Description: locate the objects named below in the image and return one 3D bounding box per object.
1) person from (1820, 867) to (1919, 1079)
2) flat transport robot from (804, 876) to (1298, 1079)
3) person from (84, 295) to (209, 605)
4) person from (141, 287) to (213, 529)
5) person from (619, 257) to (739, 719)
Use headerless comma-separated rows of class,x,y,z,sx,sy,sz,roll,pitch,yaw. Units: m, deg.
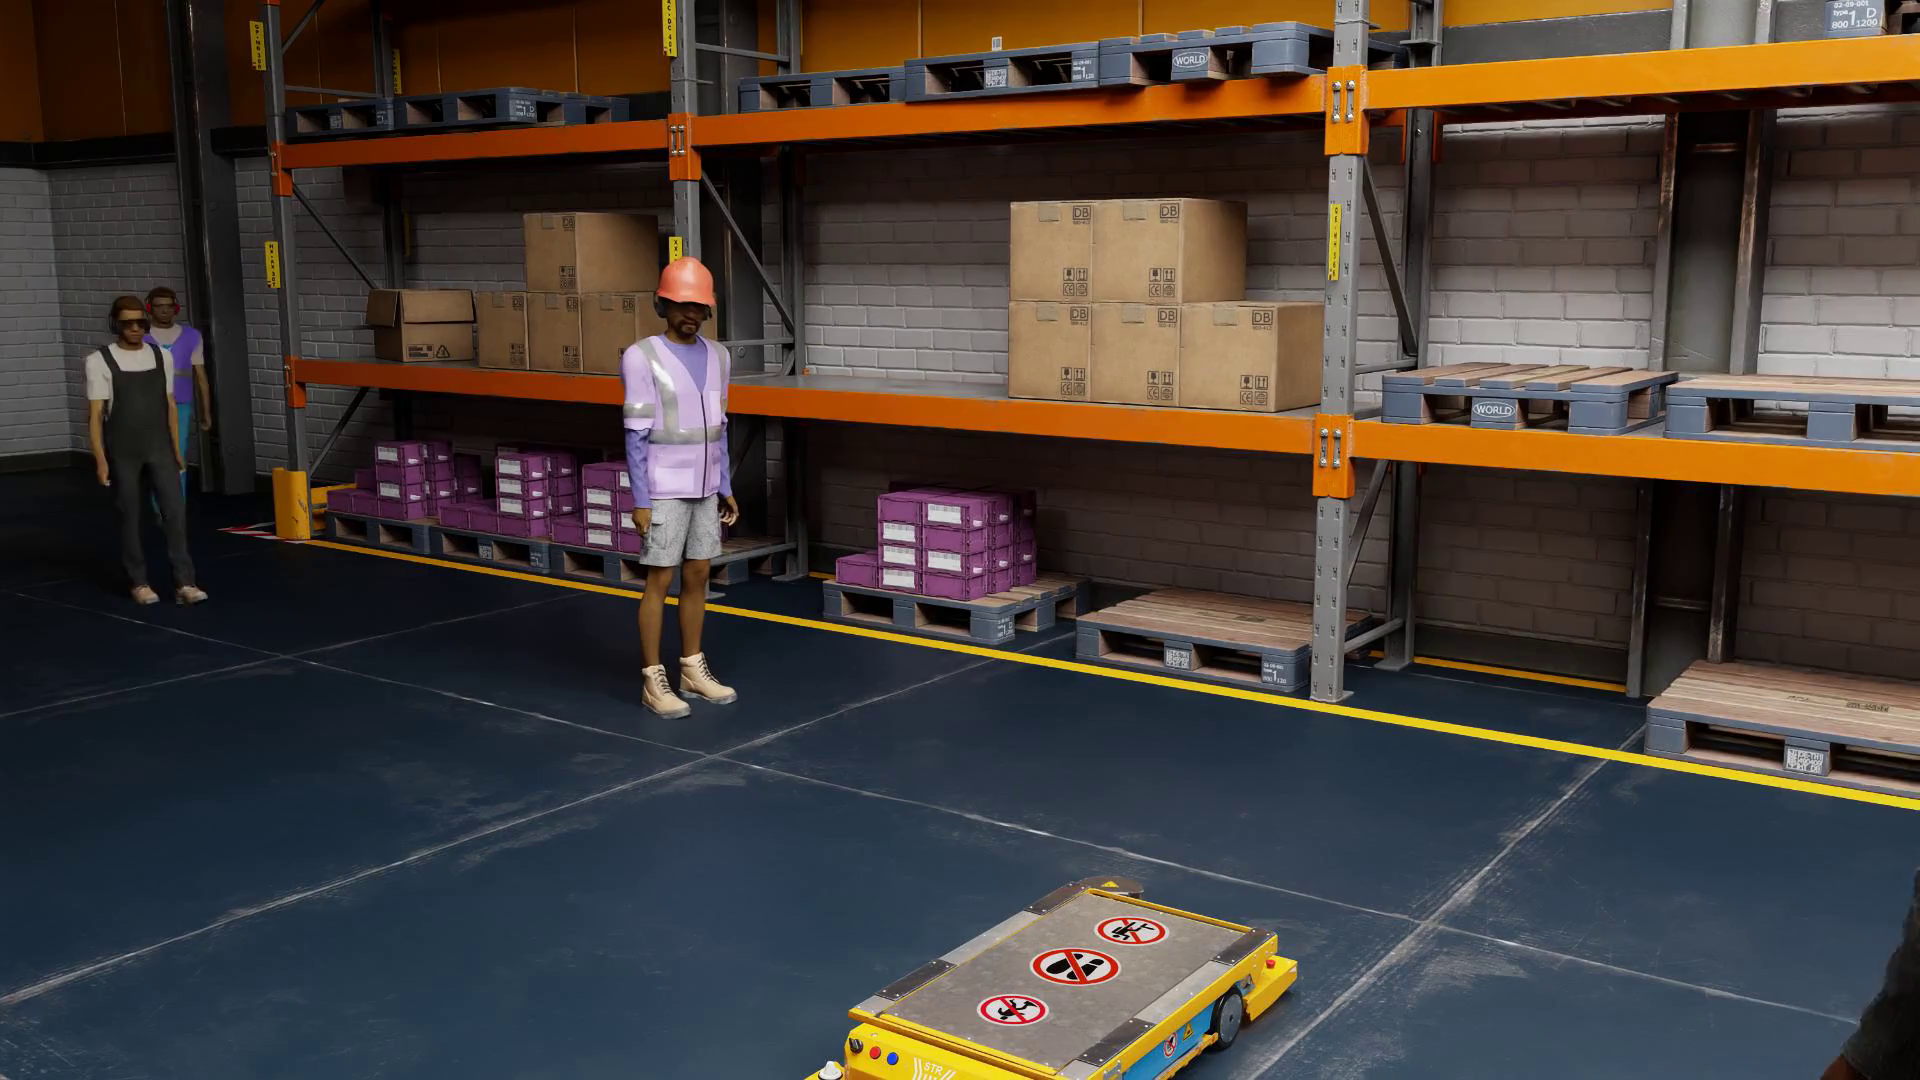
person,1.558,0.697,2.421,0.597,1.859,1.023,-7,12,-37
flat transport robot,0.254,1.194,4.191,0.652,0.197,1.431,7,12,35
person,-4.707,-0.491,9.620,0.802,1.817,0.553,9,13,43
person,-5.978,-0.993,12.583,0.583,1.818,0.696,-7,12,-35
person,-1.218,-0.233,7.443,0.402,2.036,0.609,7,12,36
